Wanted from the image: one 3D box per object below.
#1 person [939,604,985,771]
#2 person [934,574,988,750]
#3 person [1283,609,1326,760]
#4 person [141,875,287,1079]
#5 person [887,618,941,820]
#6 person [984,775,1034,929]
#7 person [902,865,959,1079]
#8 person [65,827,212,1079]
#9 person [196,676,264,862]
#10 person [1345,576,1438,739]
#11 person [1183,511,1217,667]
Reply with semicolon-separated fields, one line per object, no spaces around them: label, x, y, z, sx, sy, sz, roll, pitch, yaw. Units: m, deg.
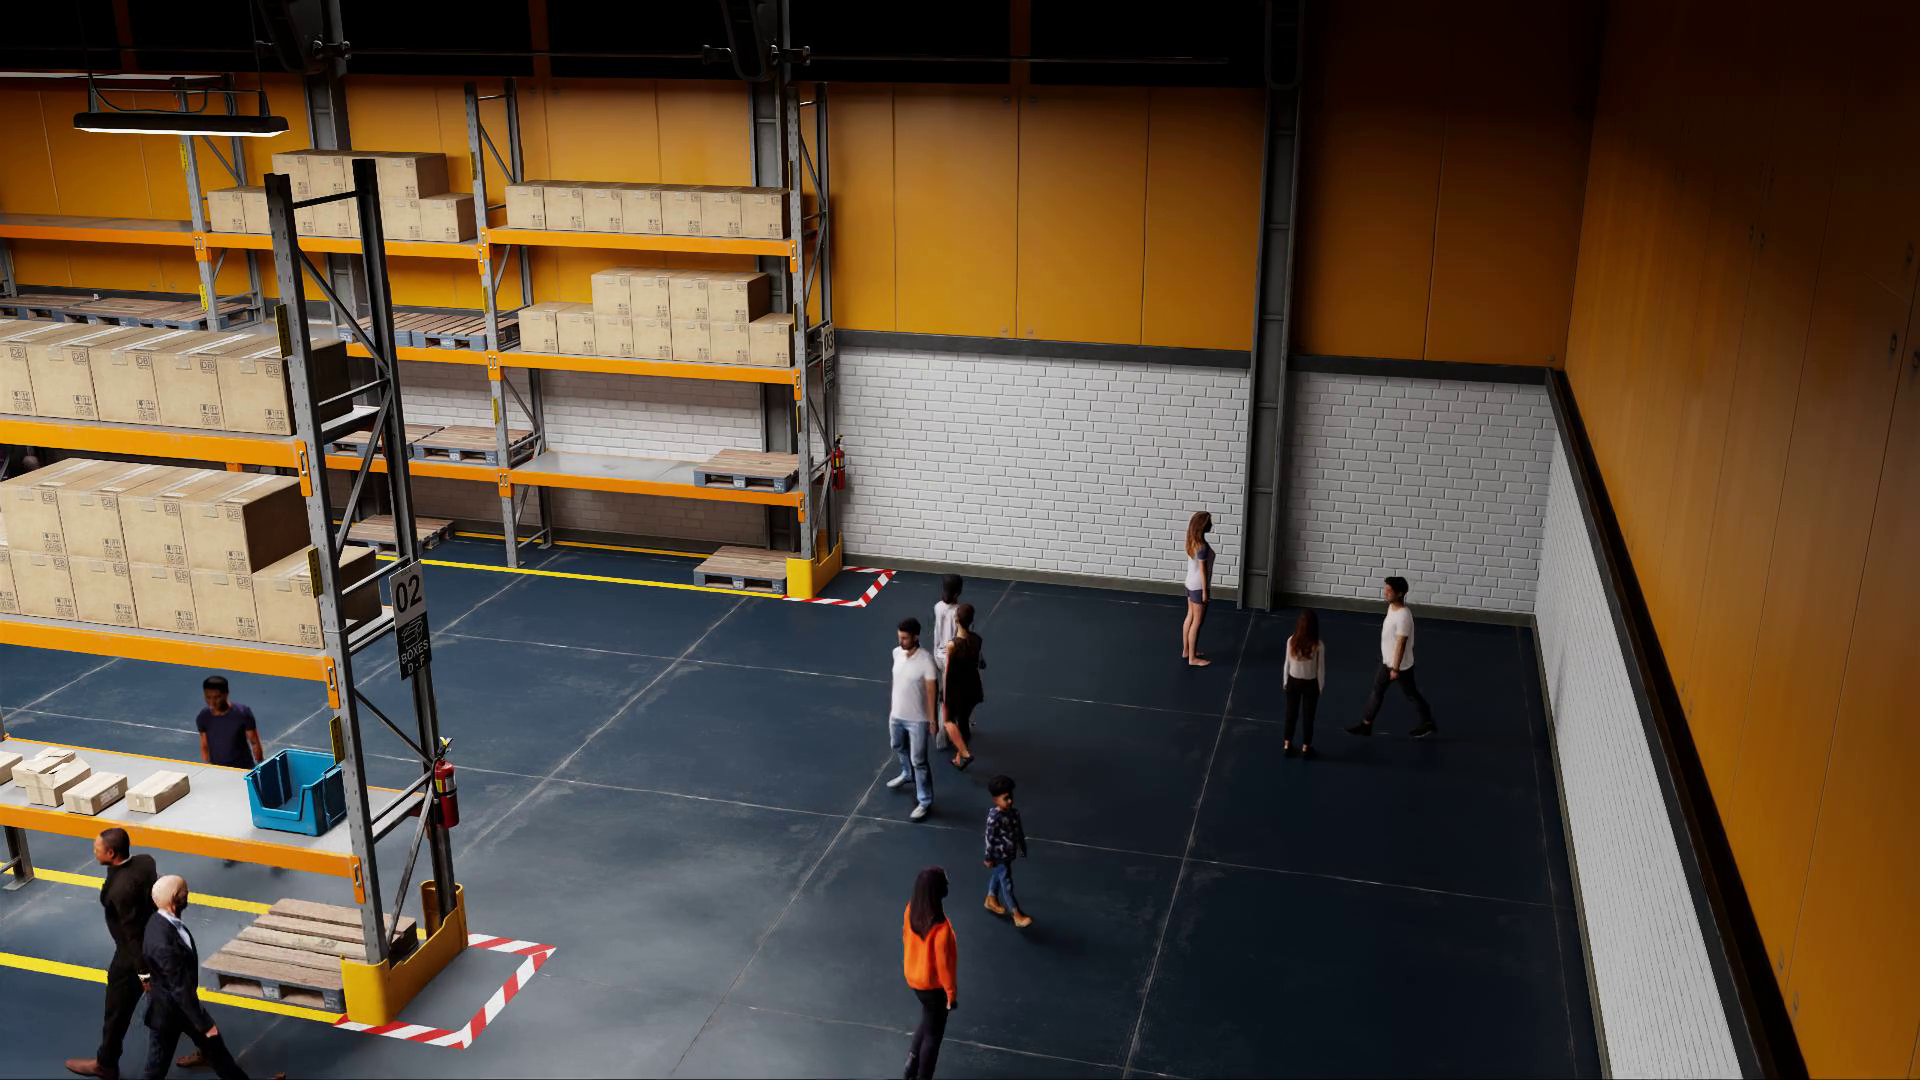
person;0.071;1.415;15.485;0.791;1.665;0.860;-14;23;-35
person;-0.122;1.200;15.983;0.913;1.754;0.896;-15;24;-38
person;3.278;1.375;15.892;0.468;1.481;0.635;8;20;22
person;-5.099;3.015;10.602;1.262;1.750;1.089;-4;19;-13
person;-0.415;1.543;14.818;1.078;1.849;0.961;-16;25;-40
person;0.304;2.433;13.150;0.882;1.225;0.742;18;25;42
person;-0.275;2.928;10.877;0.801;1.738;0.747;-9;21;-25
person;-5.355;2.776;11.137;1.309;1.861;0.949;-1;19;-2
person;-6.030;1.906;13.870;0.687;1.765;0.881;1;19;2
person;4.349;1.180;16.180;1.216;1.667;0.877;-2;19;-4
person;2.580;0.506;18.080;0.672;1.731;0.680;-3;19;-8
